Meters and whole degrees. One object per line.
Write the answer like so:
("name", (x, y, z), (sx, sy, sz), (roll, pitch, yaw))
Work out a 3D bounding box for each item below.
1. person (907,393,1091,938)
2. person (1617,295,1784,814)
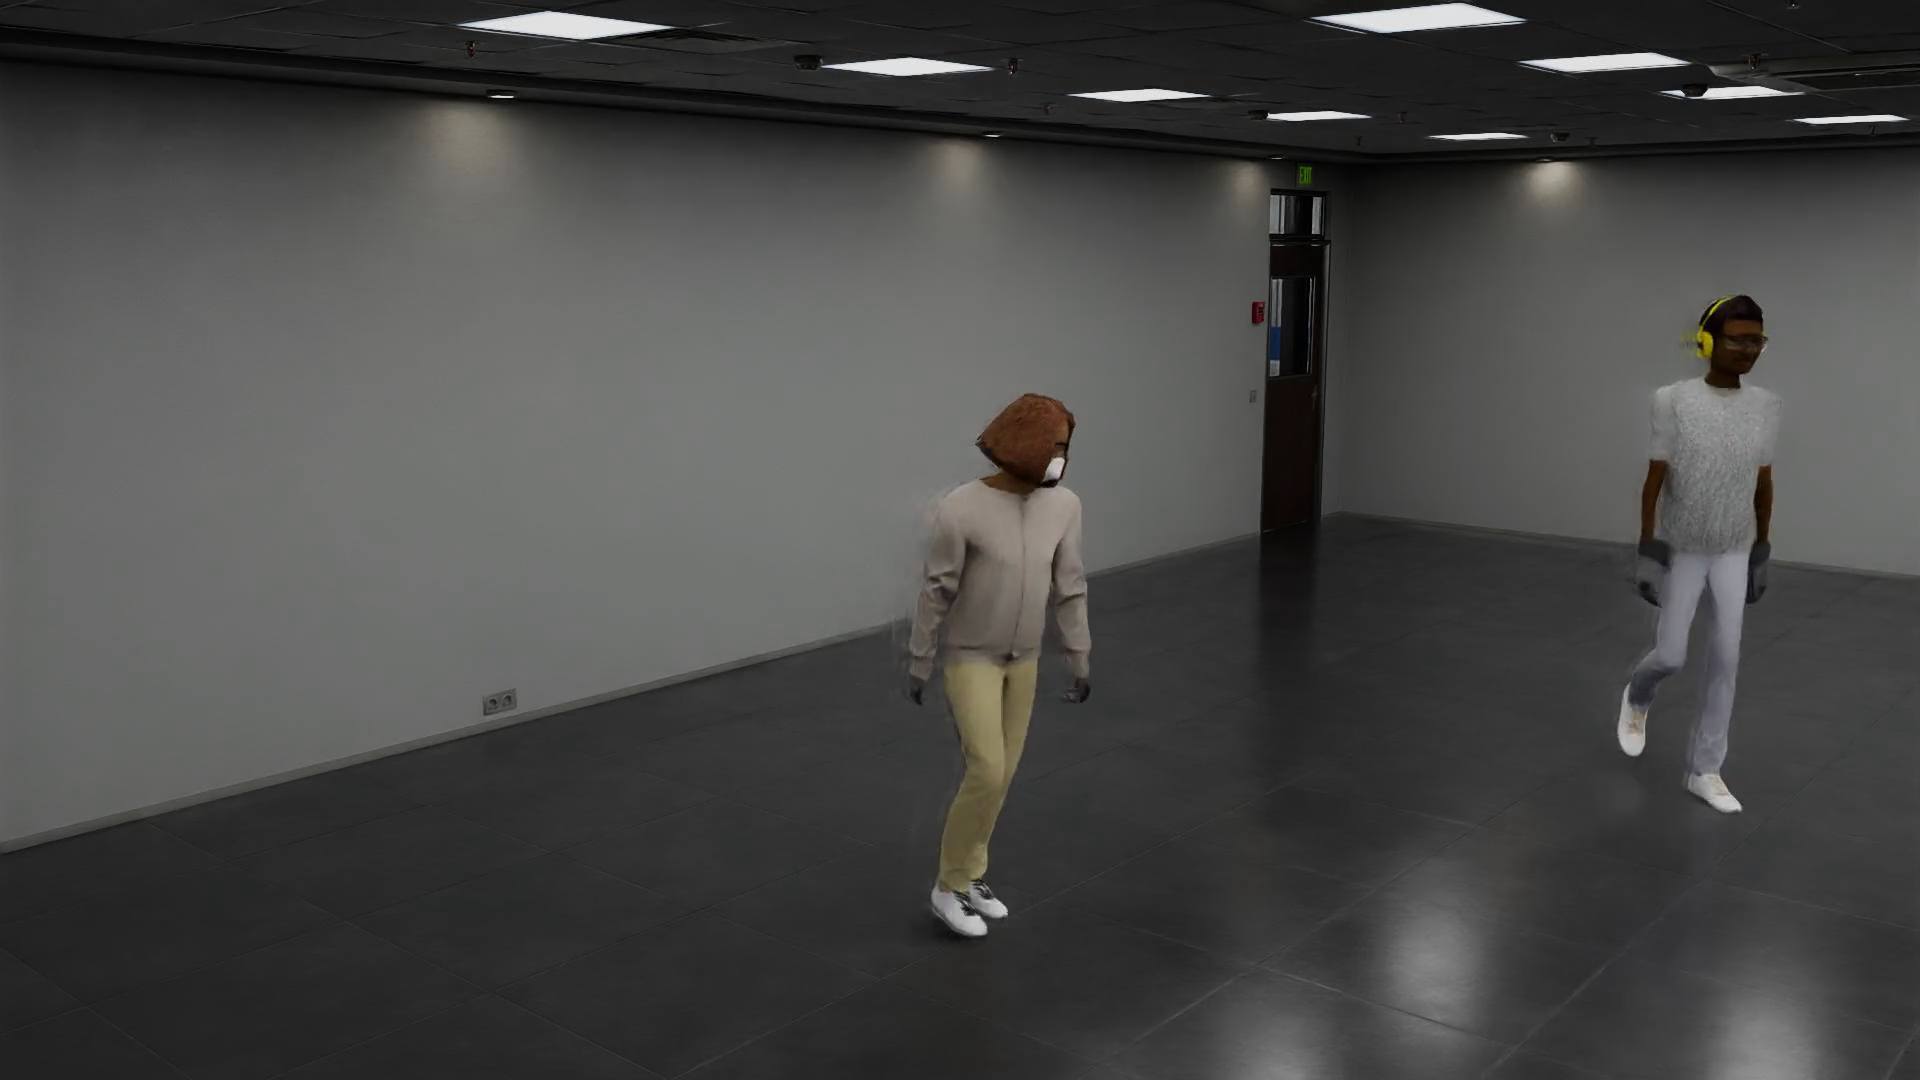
("person", (0.108, 0.363, 4.902), (0.515, 1.604, 0.484), (-8, 13, -37))
("person", (2.709, 0.028, 6.124), (0.525, 1.858, 0.625), (0, 10, -1))
